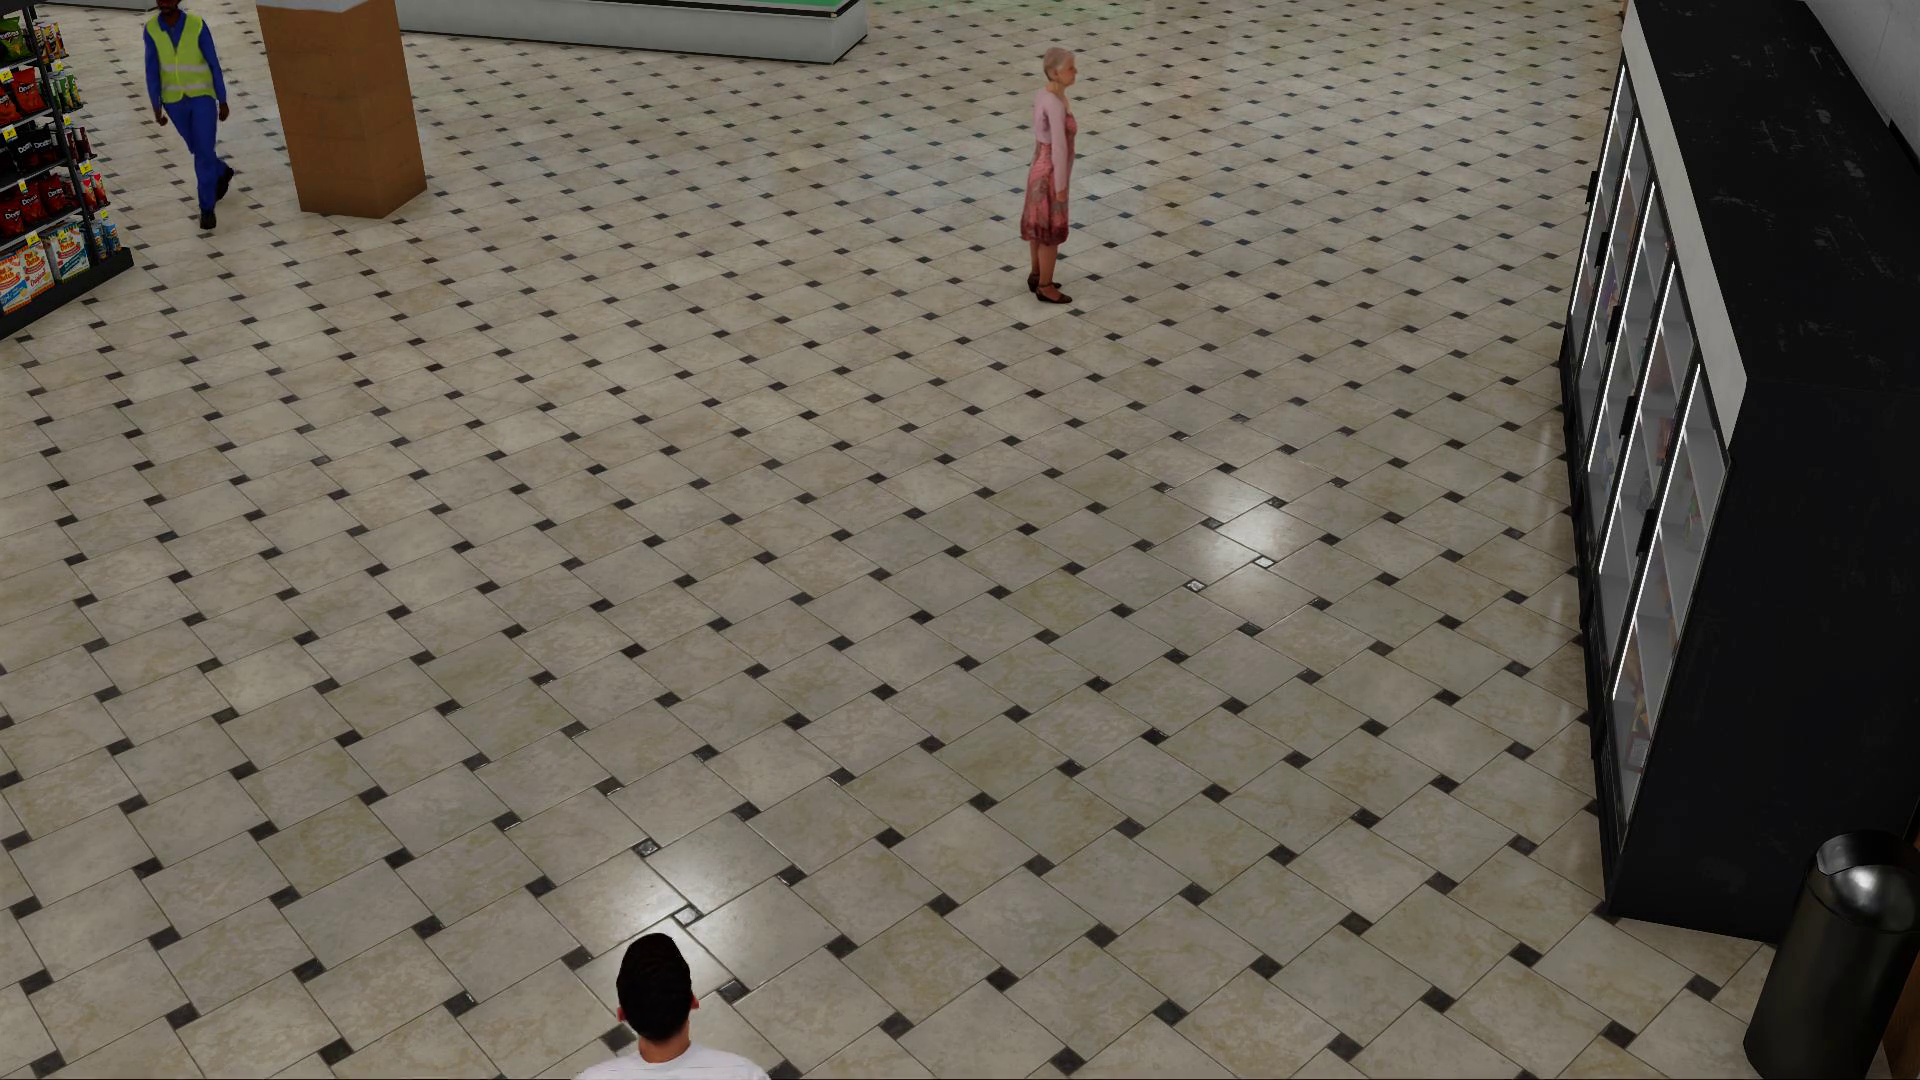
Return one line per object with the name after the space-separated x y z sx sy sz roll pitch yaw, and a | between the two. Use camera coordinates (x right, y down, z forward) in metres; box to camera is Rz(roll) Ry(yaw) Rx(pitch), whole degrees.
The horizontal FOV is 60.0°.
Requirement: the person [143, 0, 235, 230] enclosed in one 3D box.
-5.693 -3.289 12.360 1.251 1.780 1.063 -3 32 -5 | person

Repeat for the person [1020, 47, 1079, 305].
0.598 -2.411 11.034 0.705 1.690 0.680 -6 32 -9 | person

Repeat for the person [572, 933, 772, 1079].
-0.685 1.806 4.121 1.072 1.834 1.015 -4 32 -6 | person
